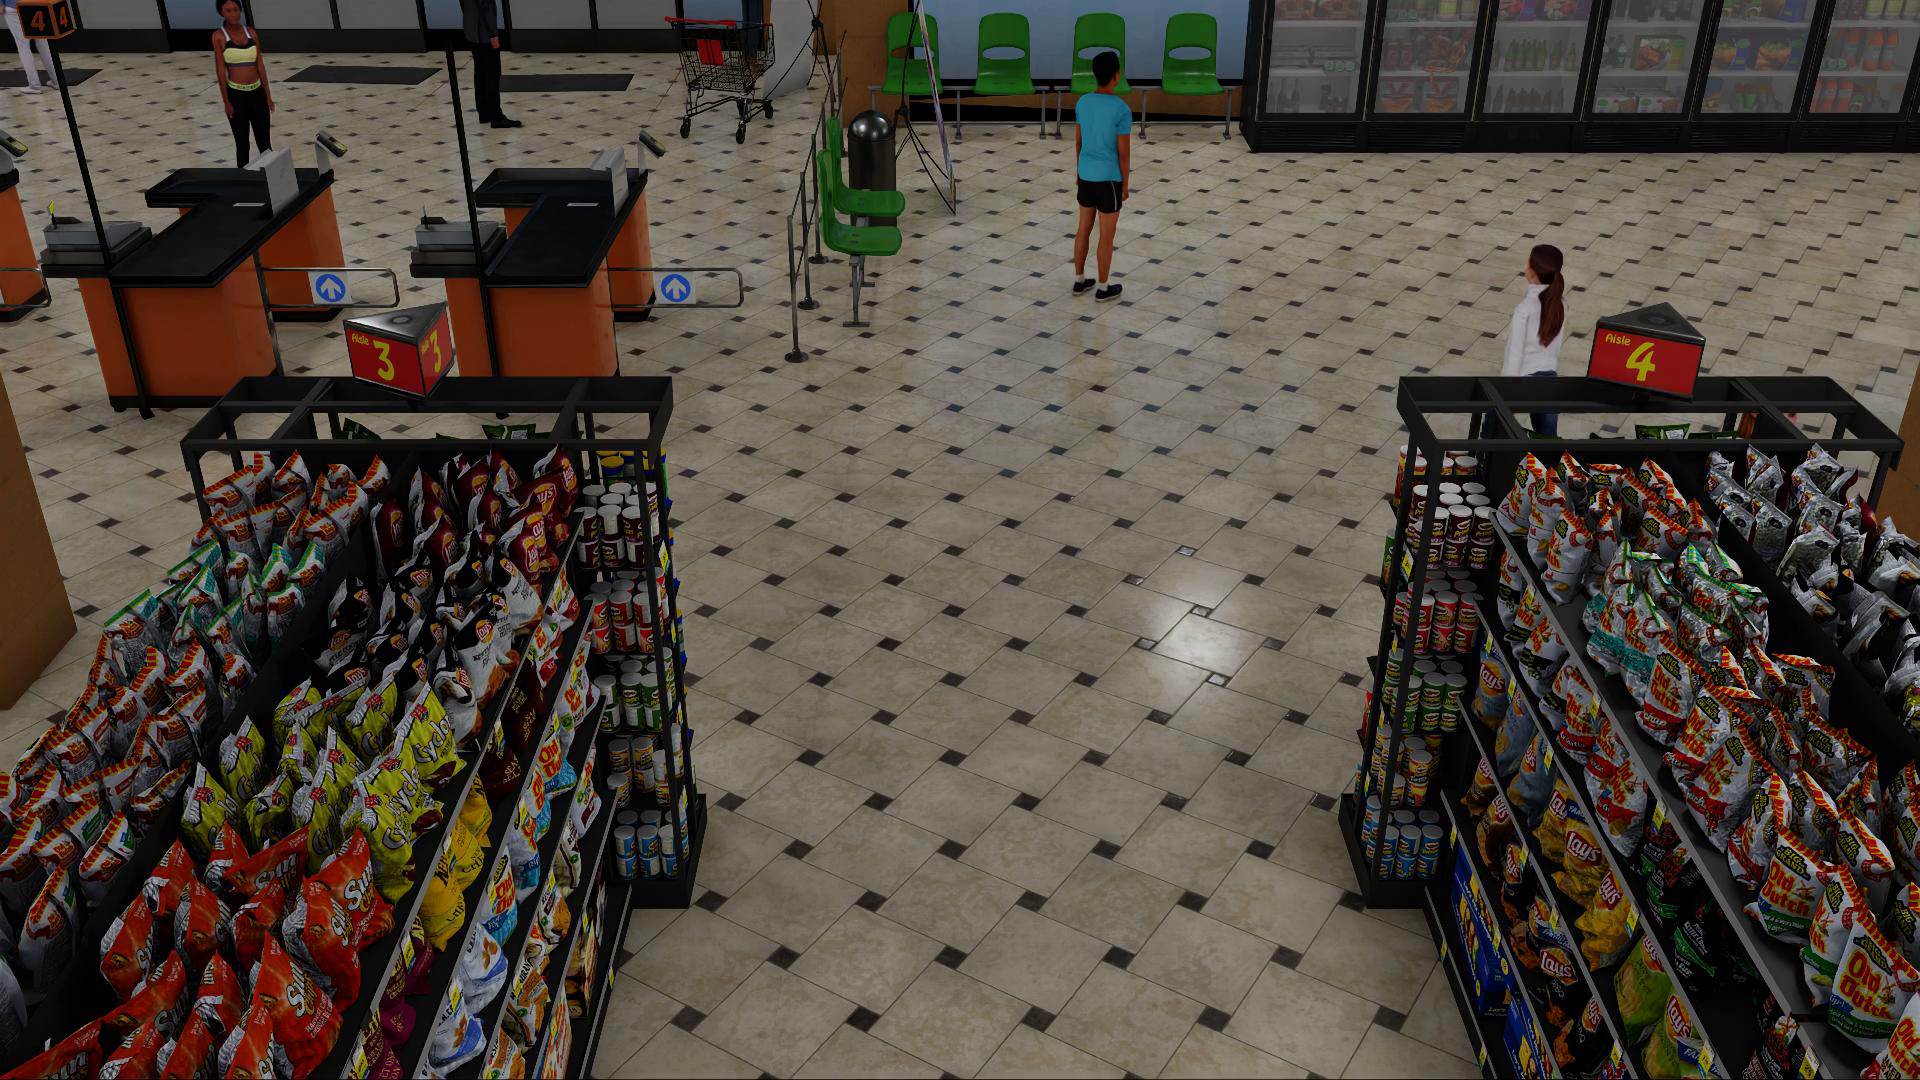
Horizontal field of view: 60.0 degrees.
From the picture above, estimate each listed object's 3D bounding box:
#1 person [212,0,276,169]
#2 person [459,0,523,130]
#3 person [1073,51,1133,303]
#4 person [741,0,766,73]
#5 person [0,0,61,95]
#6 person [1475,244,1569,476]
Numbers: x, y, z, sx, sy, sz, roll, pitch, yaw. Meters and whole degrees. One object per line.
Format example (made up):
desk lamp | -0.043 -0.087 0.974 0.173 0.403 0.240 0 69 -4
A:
person | -6.009 -3.698 13.991 0.640 1.755 0.693 -24 37 -36
person | -4.667 -4.987 16.261 0.861 1.842 0.772 -21 35 -33
person | 1.000 -2.605 11.968 0.684 1.773 0.708 19 34 31
person | -2.320 -6.105 18.360 0.733 1.791 0.621 -16 32 -26
person | -9.861 -5.656 17.438 0.802 1.888 0.696 17 33 28
person | 3.096 -0.779 8.889 0.810 1.519 1.144 -10 30 -17
